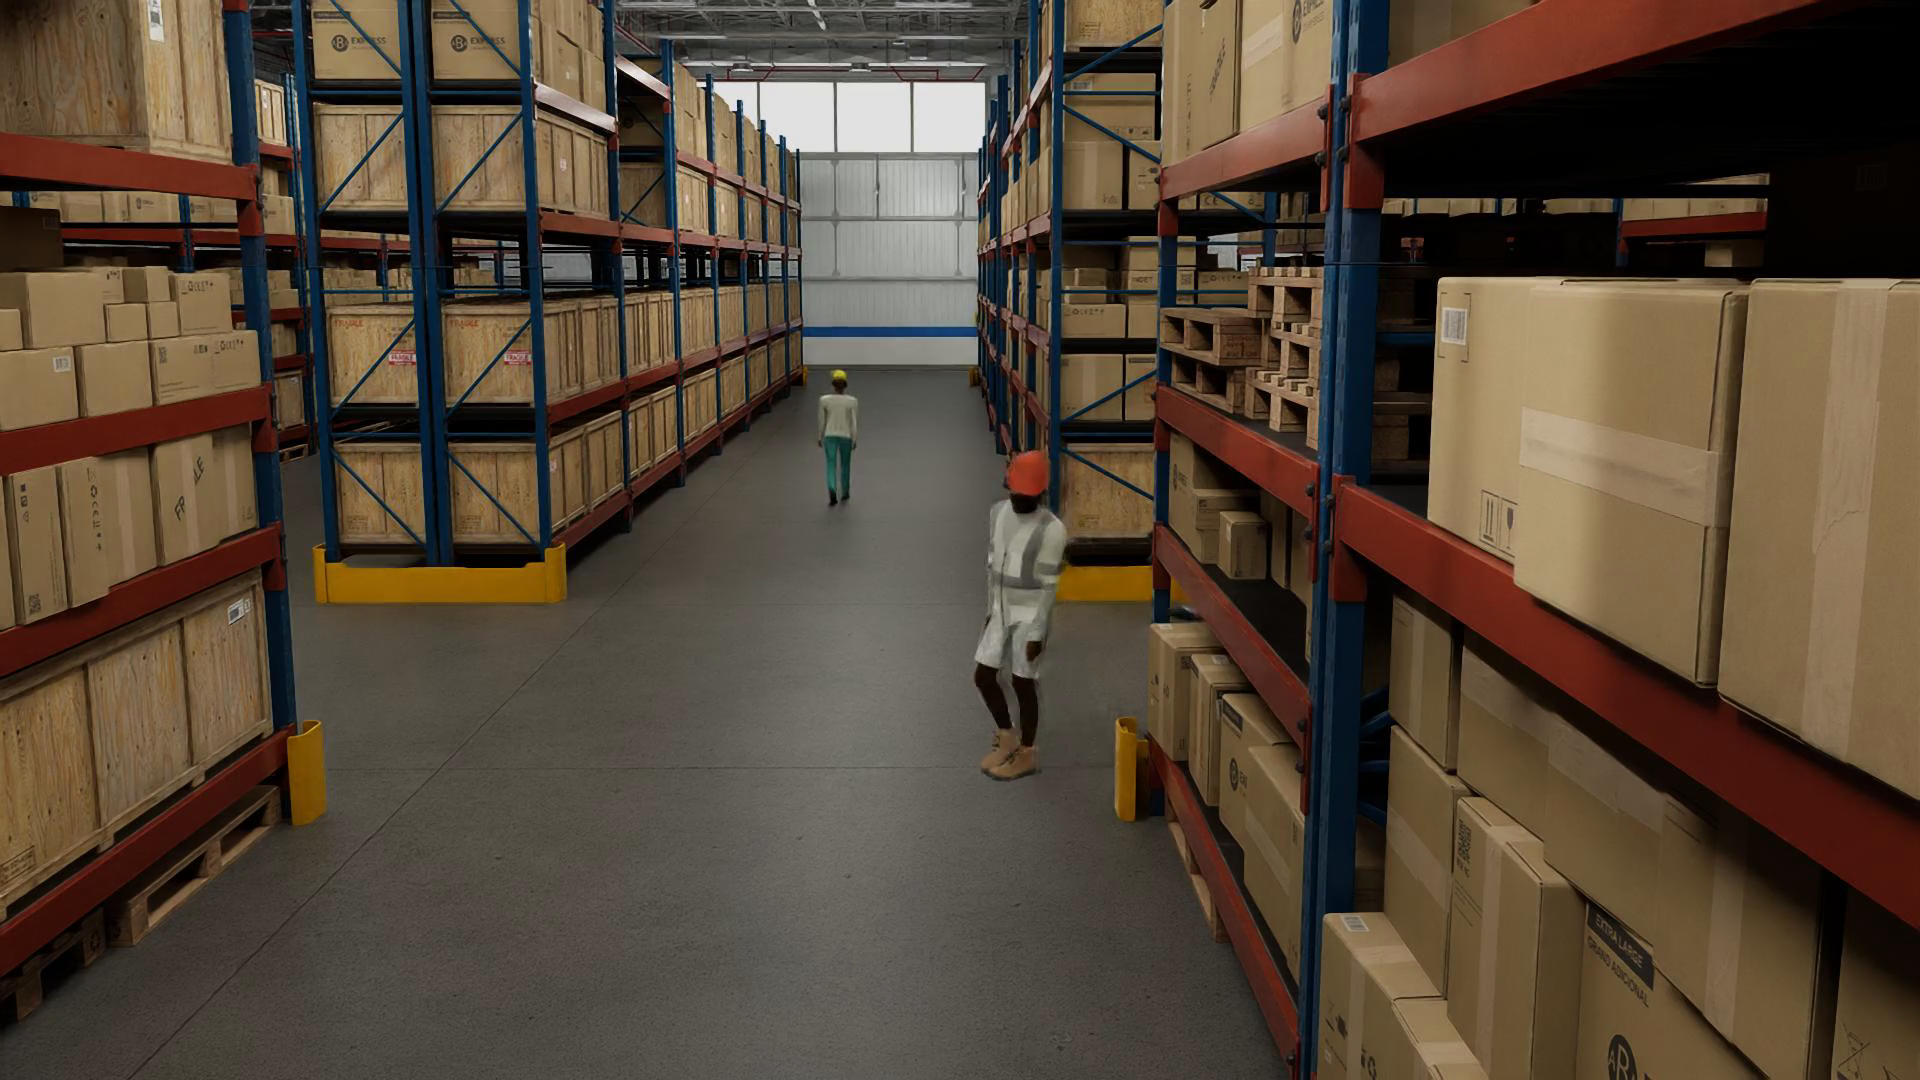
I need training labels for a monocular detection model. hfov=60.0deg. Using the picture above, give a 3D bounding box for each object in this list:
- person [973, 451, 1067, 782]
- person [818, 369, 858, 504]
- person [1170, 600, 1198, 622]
[{"bbox_3d":[0.349,0.461,9.714,0.472,2.001,0.667,-7,12,-38],"label":"person"},{"bbox_3d":[-1.589,-1.337,21.573,0.531,1.742,0.795,0,9,-1],"label":"person"},{"bbox_3d":[2.284,-0.154,14.137,0.988,1.792,0.573,0,9,-2],"label":"person"}]
